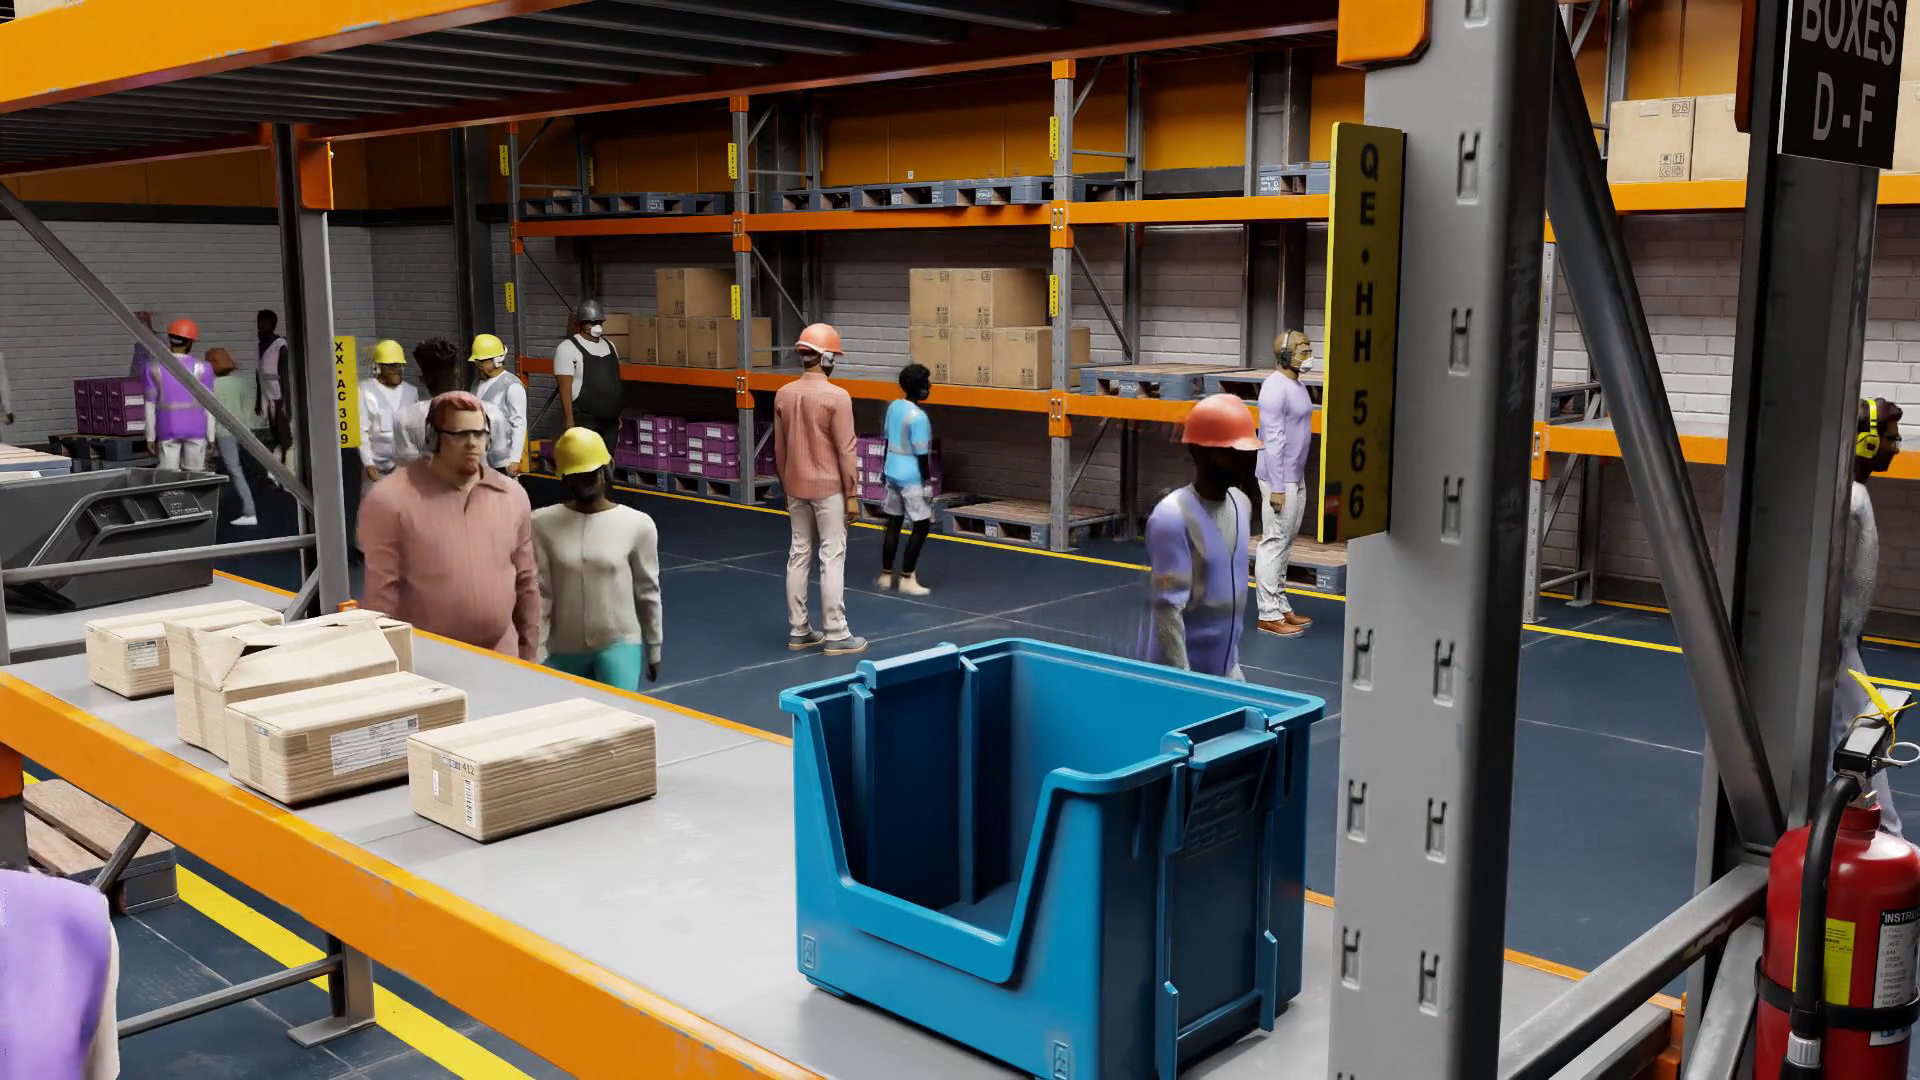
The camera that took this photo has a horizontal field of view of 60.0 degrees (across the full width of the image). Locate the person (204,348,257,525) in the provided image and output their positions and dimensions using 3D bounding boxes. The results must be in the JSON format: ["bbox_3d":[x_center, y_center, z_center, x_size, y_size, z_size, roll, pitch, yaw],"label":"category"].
[{"bbox_3d":[-6.739,-0.932,15.083,0.826,1.595,0.522,2,9,12],"label":"person"}]

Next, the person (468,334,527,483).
[{"bbox_3d":[-3.571,-0.665,12.757,0.589,1.822,0.403,7,12,38],"label":"person"}]

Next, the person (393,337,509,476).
[{"bbox_3d":[-2.746,-0.126,9.085,0.652,1.942,0.480,-5,10,-27],"label":"person"}]

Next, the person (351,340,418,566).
[{"bbox_3d":[-4.401,-0.641,12.740,0.957,1.792,0.577,9,13,44],"label":"person"}]

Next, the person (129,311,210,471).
[{"bbox_3d":[-8.996,-1.638,18.656,0.984,1.863,0.650,-4,10,-21],"label":"person"}]

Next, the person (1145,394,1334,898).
[{"bbox_3d":[0.878,0.428,5.879,0.567,1.878,1.000,-9,13,-44],"label":"person"}]

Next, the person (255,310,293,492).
[{"bbox_3d":[-7.121,-1.445,17.342,0.743,1.899,0.408,9,13,44],"label":"person"}]

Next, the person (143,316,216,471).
[{"bbox_3d":[-6.566,-0.920,14.030,0.559,1.929,0.450,-4,10,-21],"label":"person"}]

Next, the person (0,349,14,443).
[{"bbox_3d":[-9.766,-1.290,16.490,0.574,1.861,0.778,0,9,-3],"label":"person"}]

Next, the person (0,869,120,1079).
[{"bbox_3d":[-1.329,1.066,2.106,0.560,1.834,0.466,-8,12,-40],"label":"person"}]

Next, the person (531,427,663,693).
[{"bbox_3d":[-1.430,0.392,6.578,0.512,1.722,0.831,0,9,-2],"label":"person"}]

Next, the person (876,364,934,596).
[{"bbox_3d":[-0.391,-0.429,11.855,0.321,1.653,0.689,-5,10,-28],"label":"person"}]

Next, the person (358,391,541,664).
[{"bbox_3d":[-1.817,0.405,5.980,0.674,1.890,0.525,-8,13,-42],"label":"person"}]

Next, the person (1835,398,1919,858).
[{"bbox_3d":[3.407,0.382,6.301,0.803,1.831,0.555,3,10,17],"label":"person"}]

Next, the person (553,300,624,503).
[{"bbox_3d":[-3.341,-1.184,15.271,0.539,2.000,0.689,7,11,35],"label":"person"}]

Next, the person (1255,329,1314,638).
[{"bbox_3d":[2.067,-0.363,10.552,0.372,1.940,0.629,4,10,23],"label":"person"}]

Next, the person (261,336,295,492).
[{"bbox_3d":[-7.012,-1.310,17.346,0.503,1.618,0.366,2,10,15],"label":"person"}]

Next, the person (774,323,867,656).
[{"bbox_3d":[-0.843,-0.301,10.009,0.609,1.993,0.382,7,11,36],"label":"person"}]
